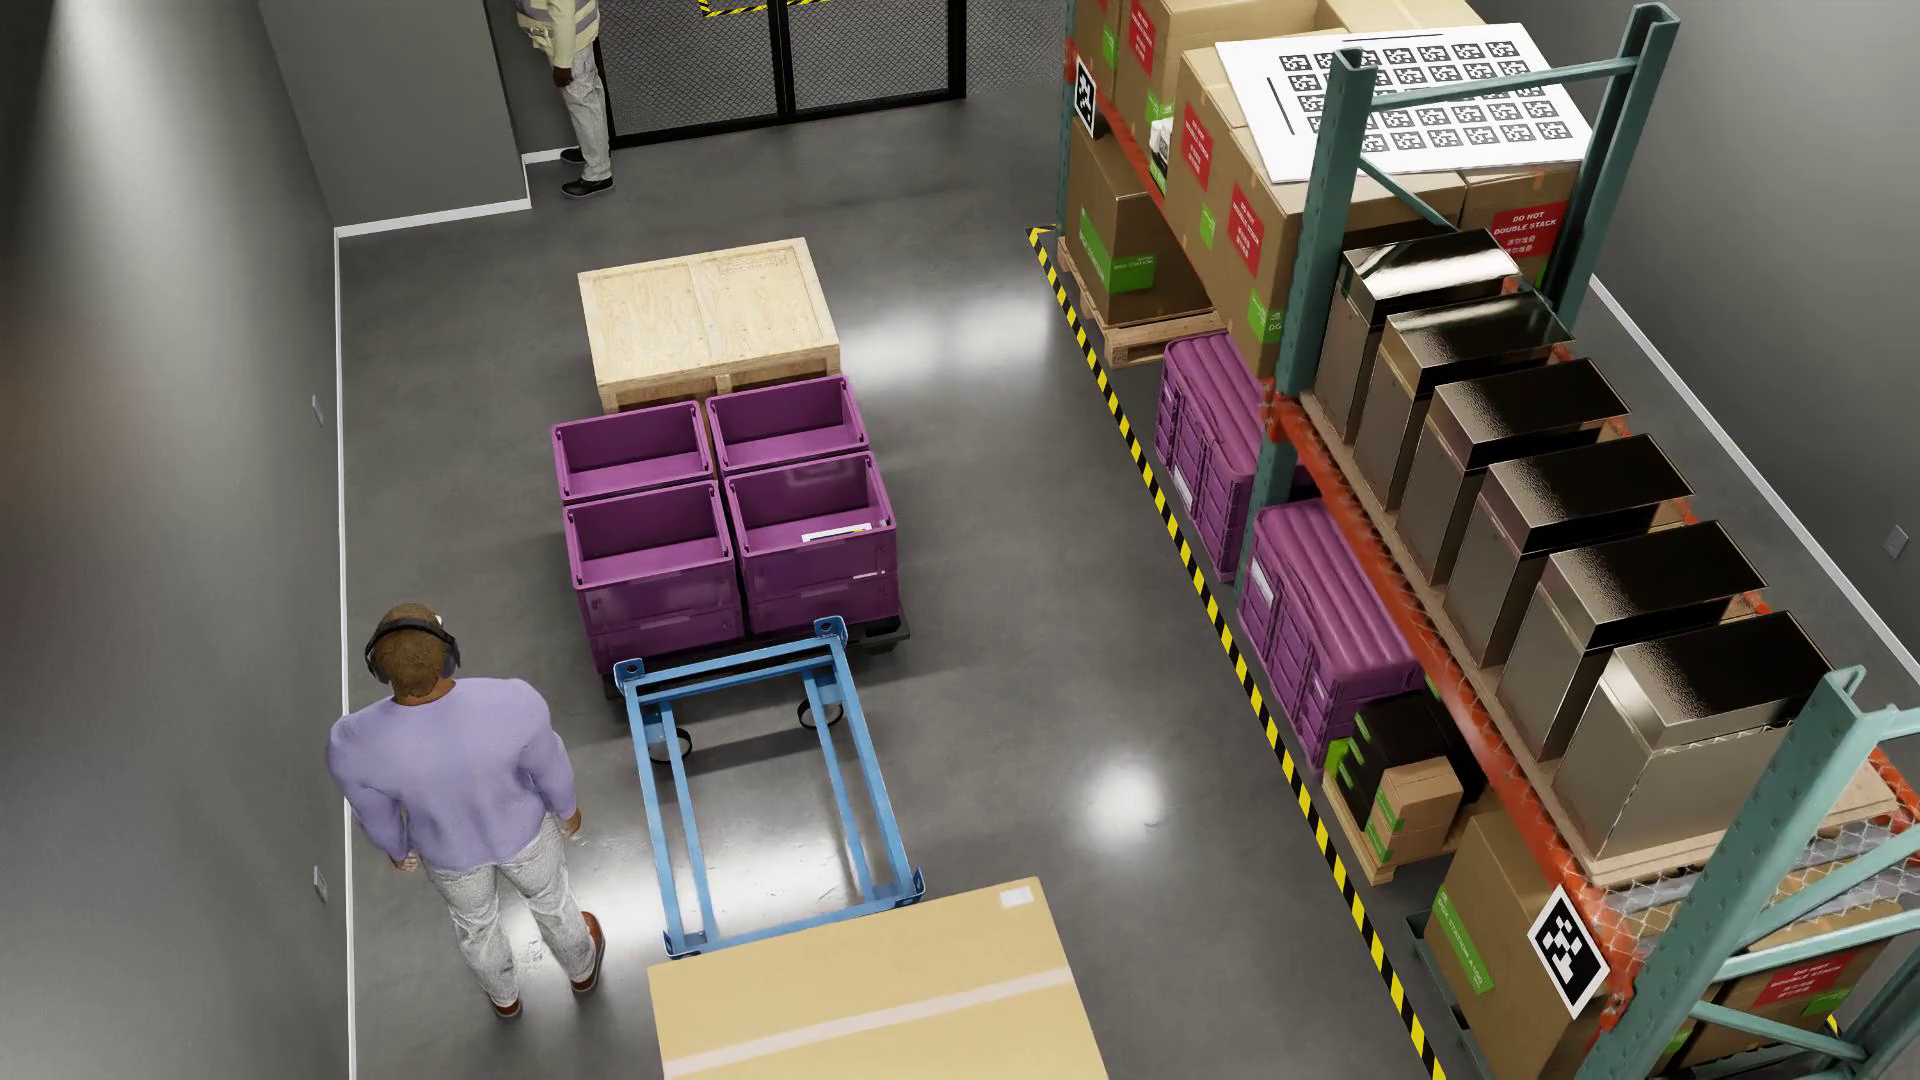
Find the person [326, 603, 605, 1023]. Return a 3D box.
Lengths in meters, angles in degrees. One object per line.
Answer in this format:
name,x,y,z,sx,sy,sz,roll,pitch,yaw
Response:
person,-1.468,0.874,5.084,0.627,1.941,0.370,-13,49,-11

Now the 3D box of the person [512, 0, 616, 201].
person,-1.996,-2.557,8.304,0.404,1.835,0.588,-4,48,-4
